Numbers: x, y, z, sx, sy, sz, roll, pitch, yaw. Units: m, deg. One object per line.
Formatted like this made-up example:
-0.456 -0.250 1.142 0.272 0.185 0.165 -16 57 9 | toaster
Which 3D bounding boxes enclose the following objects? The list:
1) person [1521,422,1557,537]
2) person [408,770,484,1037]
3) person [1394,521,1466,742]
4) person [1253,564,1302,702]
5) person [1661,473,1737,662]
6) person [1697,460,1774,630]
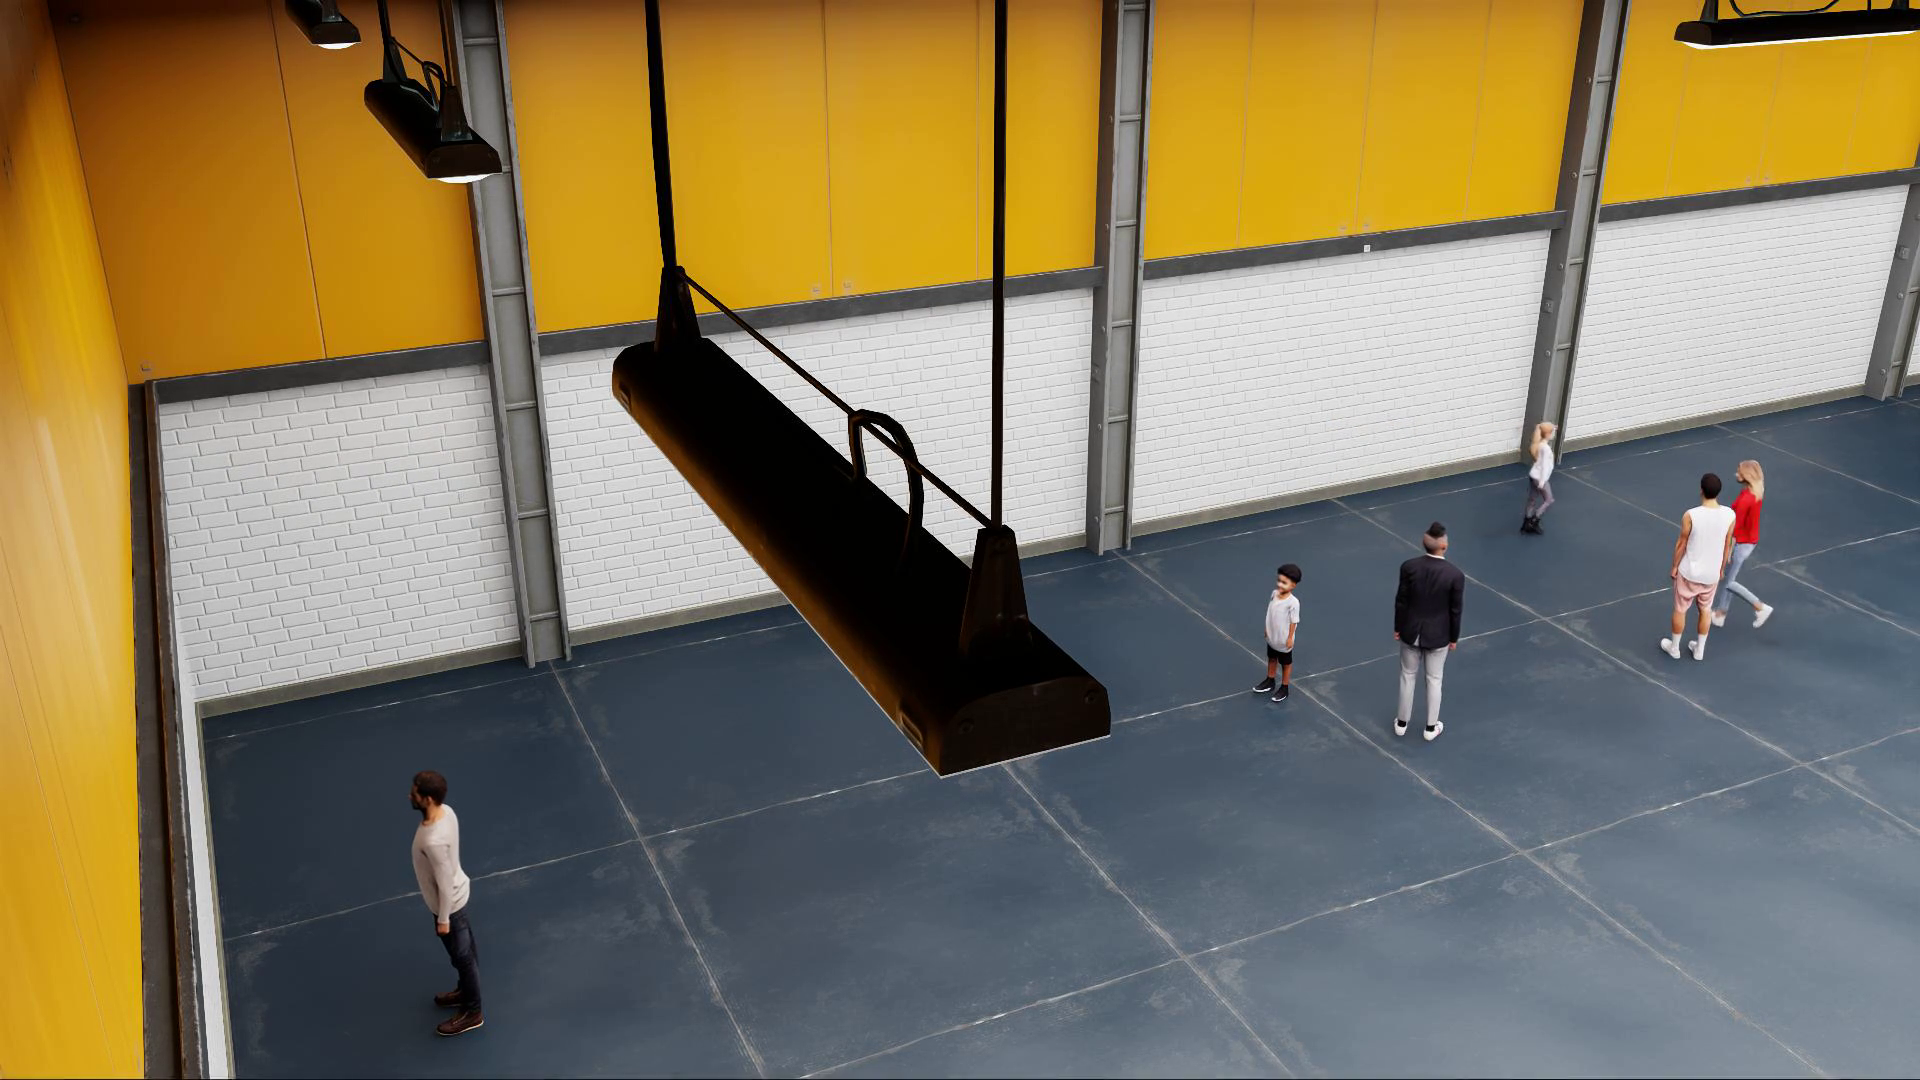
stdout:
6.184 -0.663 17.922 0.618 1.272 0.579 0 24 0 | person
-3.225 2.263 10.486 0.627 1.867 0.688 -6 24 -13 | person
3.884 0.742 13.856 0.790 1.954 0.829 11 26 23 | person
2.823 0.788 14.612 0.562 1.265 0.533 -17 29 -34 | person
6.749 0.258 15.172 0.678 1.788 0.785 2 24 4 | person
7.419 0.093 15.674 0.919 1.689 0.938 18 29 35 | person
